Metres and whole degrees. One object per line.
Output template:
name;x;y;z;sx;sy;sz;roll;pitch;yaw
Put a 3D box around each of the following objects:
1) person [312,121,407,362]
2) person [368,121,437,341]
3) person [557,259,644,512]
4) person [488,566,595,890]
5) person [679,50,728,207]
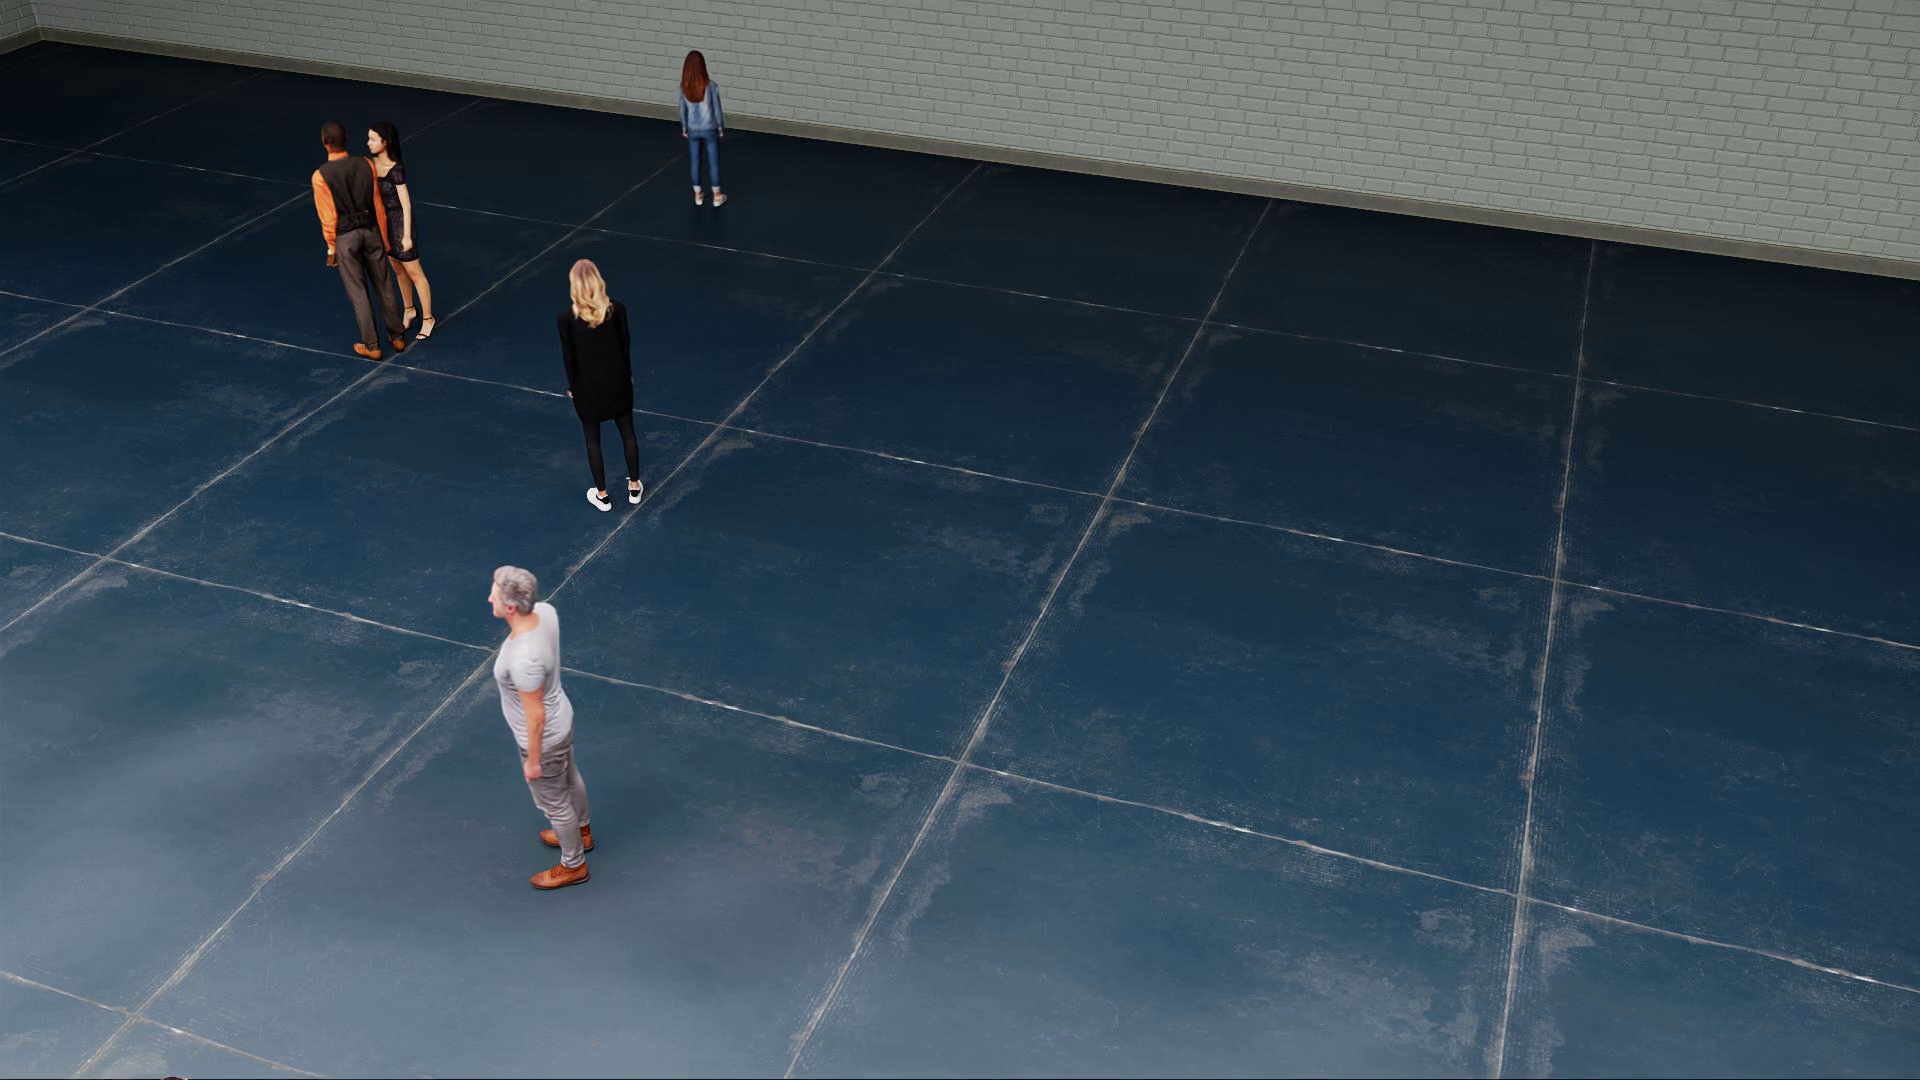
person;-4.689;-2.331;12.968;0.720;1.907;0.847;-26;41;-34
person;-4.479;-2.471;13.289;0.645;1.792;0.606;25;41;33
person;-2.381;-1.023;11.053;0.681;1.802;0.739;-14;36;-20
person;-2.012;0.906;8.063;0.824;1.828;0.642;-2;33;-3
person;-2.447;-3.897;15.773;0.594;1.475;0.541;5;33;7
